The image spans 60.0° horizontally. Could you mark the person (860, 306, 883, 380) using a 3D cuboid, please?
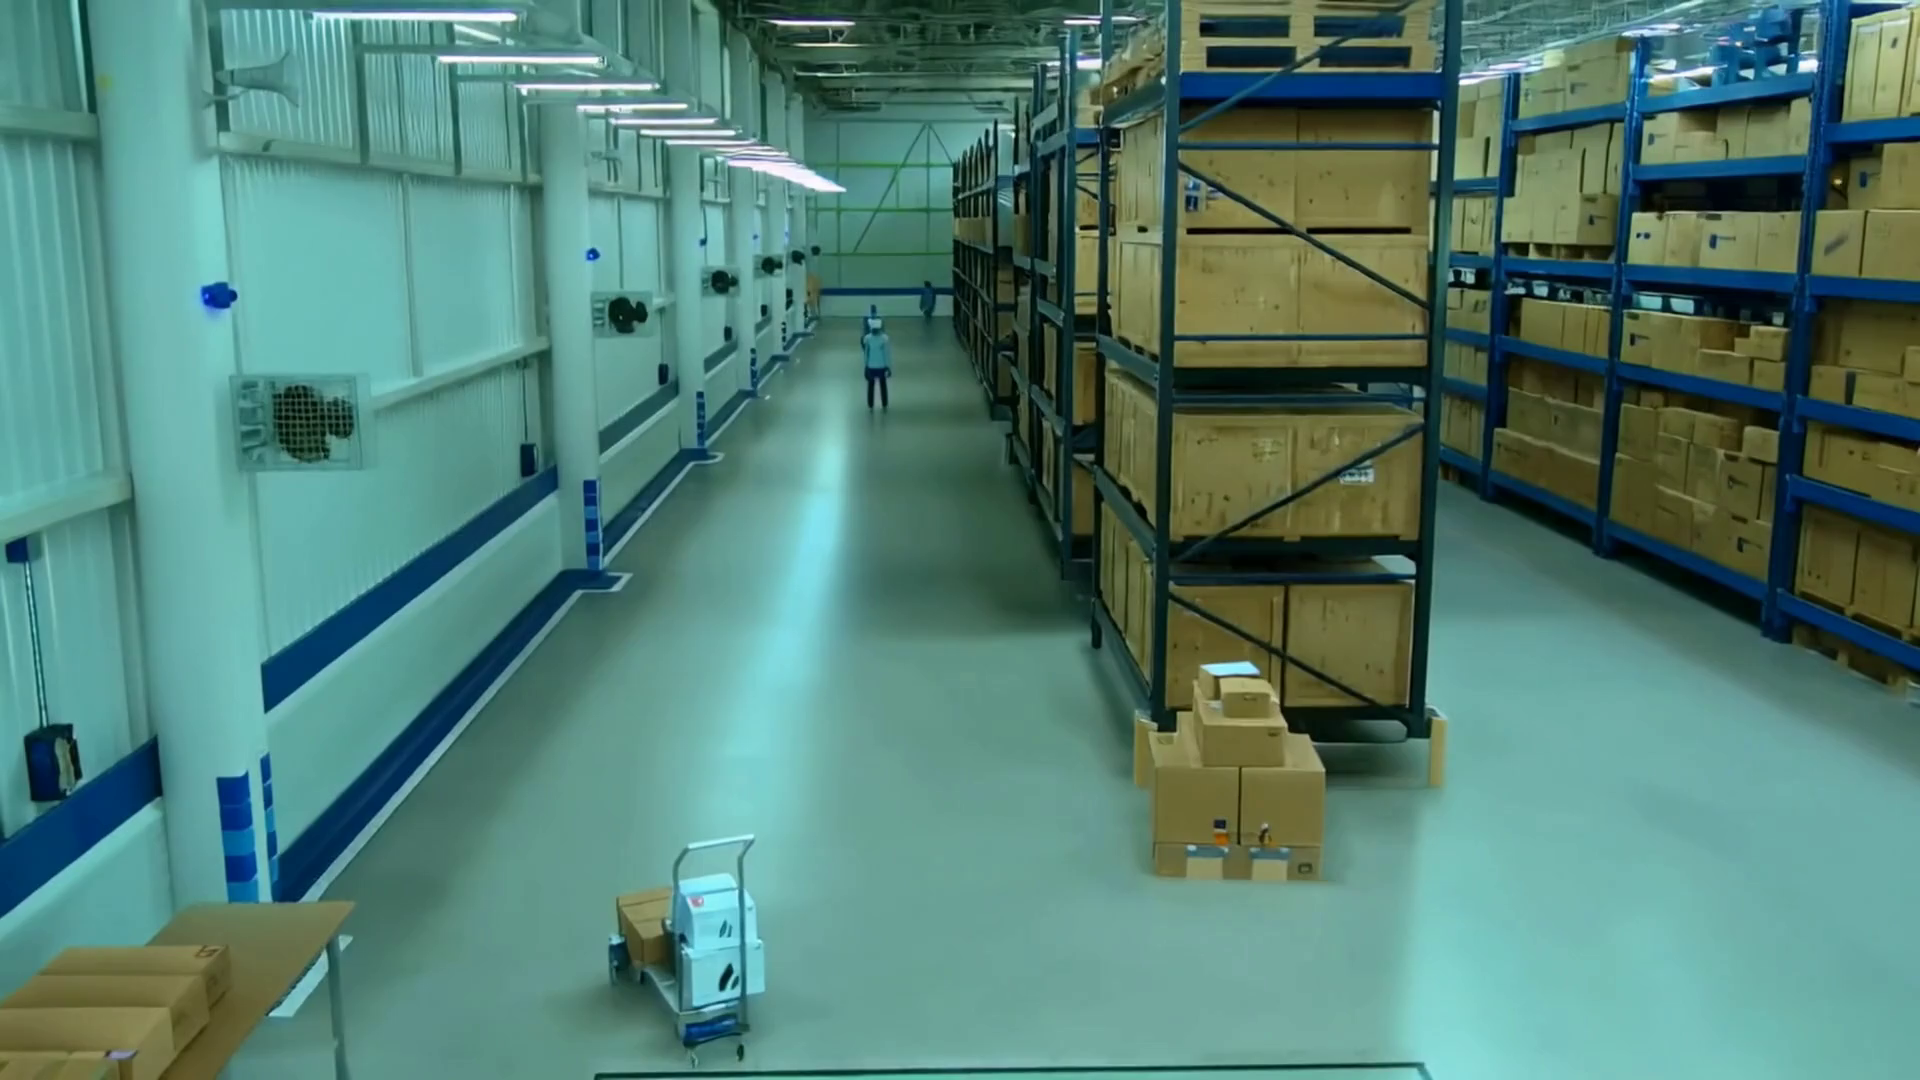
[{"bbox_3d":[-2.268,-5.050,42.672,0.601,1.906,0.411,-2,11,-10],"label":"person"}]

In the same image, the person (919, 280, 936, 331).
[{"bbox_3d":[-1.223,-8.669,61.616,0.677,1.872,0.689,3,11,14],"label":"person"}]

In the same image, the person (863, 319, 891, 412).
[{"bbox_3d":[-1.780,-3.736,35.625,0.613,1.988,0.404,0,11,-1],"label":"person"}]
